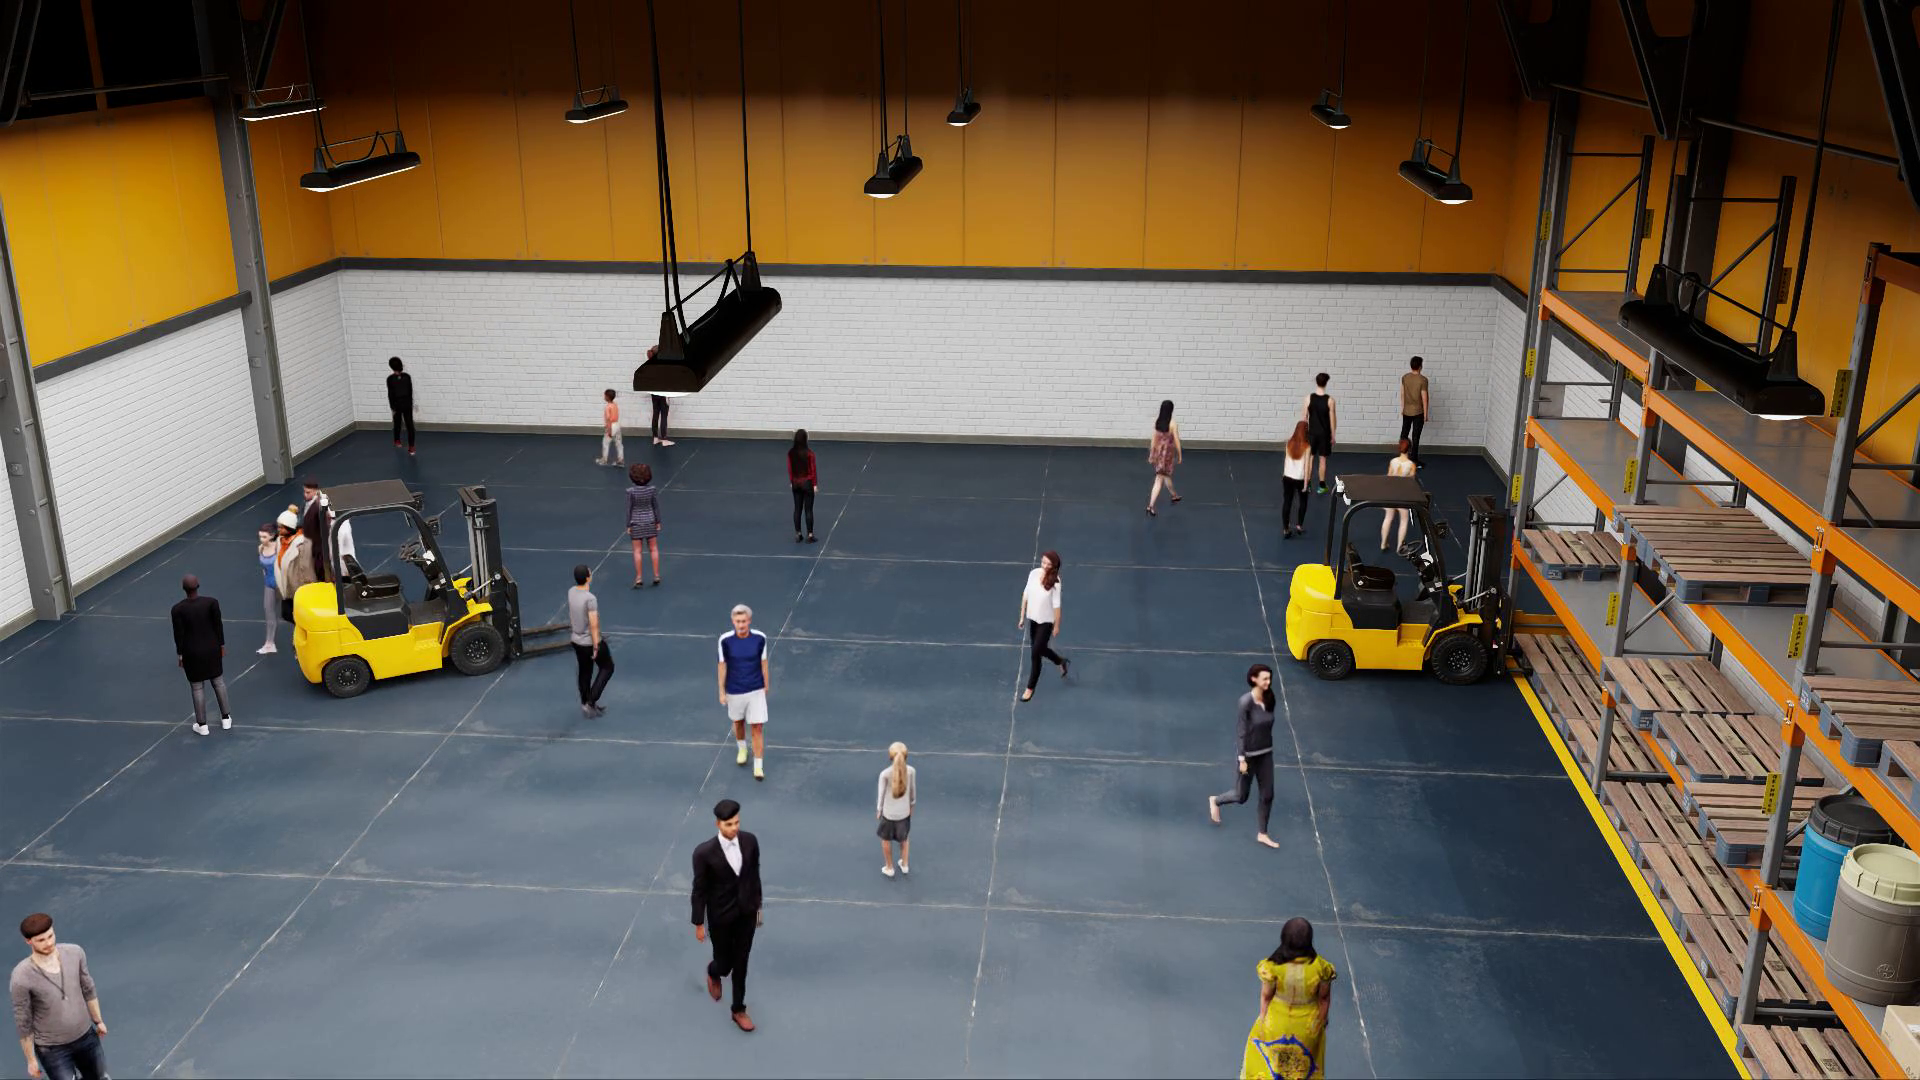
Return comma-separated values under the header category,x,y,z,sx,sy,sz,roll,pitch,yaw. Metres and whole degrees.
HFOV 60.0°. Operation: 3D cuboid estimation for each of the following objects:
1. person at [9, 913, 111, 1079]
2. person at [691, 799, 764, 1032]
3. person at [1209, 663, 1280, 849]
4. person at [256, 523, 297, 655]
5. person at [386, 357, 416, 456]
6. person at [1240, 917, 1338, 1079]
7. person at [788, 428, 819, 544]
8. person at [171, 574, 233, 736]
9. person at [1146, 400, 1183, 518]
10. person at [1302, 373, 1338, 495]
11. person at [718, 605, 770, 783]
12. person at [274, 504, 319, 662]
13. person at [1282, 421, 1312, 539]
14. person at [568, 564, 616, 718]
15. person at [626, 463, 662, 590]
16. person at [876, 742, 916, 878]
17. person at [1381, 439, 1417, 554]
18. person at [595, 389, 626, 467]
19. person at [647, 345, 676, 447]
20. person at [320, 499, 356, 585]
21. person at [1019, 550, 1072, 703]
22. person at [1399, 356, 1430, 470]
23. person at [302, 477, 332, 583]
category,x,y,z,sx,sy,sz,roll,pitch,yaw
person,-6.019,3.303,11.098,0.989,1.887,0.976,12,22,31
person,-1.777,2.792,12.641,0.988,1.871,1.062,-12,22,-32
person,2.639,1.955,15.317,0.980,1.748,1.083,-13,23,-34
person,-8.048,0.539,19.792,0.720,1.577,0.993,4,19,12
person,-9.327,-2.222,27.914,1.019,1.625,1.171,-11,22,-30
person,2.262,3.365,11.299,0.780,1.642,0.757,2,19,7
person,-2.228,-0.768,23.545,0.647,1.658,0.618,8,20,23
person,-8.008,1.193,17.559,0.720,1.762,0.772,-14,23,-36
person,2.977,-1.160,24.622,1.067,1.714,1.237,15,24,38
person,5.565,-1.661,25.831,0.752,1.891,0.686,8,20,22
person,-2.166,1.474,16.684,0.818,1.787,1.199,-3,19,-8
person,-7.678,0.473,19.508,0.881,1.883,0.950,13,22,33
person,4.740,-0.834,23.669,0.765,1.704,0.834,12,22,31
person,-4.047,1.112,17.831,0.765,1.743,0.823,13,22,33
person,-4.140,-0.187,21.758,0.697,1.698,0.703,-8,20,-23
person,-0.571,2.393,14.763,0.622,1.272,0.657,-8,20,-22
person,6.076,-0.608,23.099,0.653,1.640,0.665,12,22,33
person,-5.642,-1.829,27.268,0.706,1.293,0.740,10,21,27
person,-5.155,-2.495,28.528,0.657,1.750,0.694,15,24,38
person,-7.432,0.294,20.167,0.839,1.801,0.749,-6,20,-17
person,0.969,0.921,18.376,1.122,1.756,1.040,-15,24,-38
person,7.415,-2.103,27.210,0.800,1.850,0.740,-15,24,-38
person,-7.908,0.076,20.746,0.842,1.845,0.740,-7,20,-21
